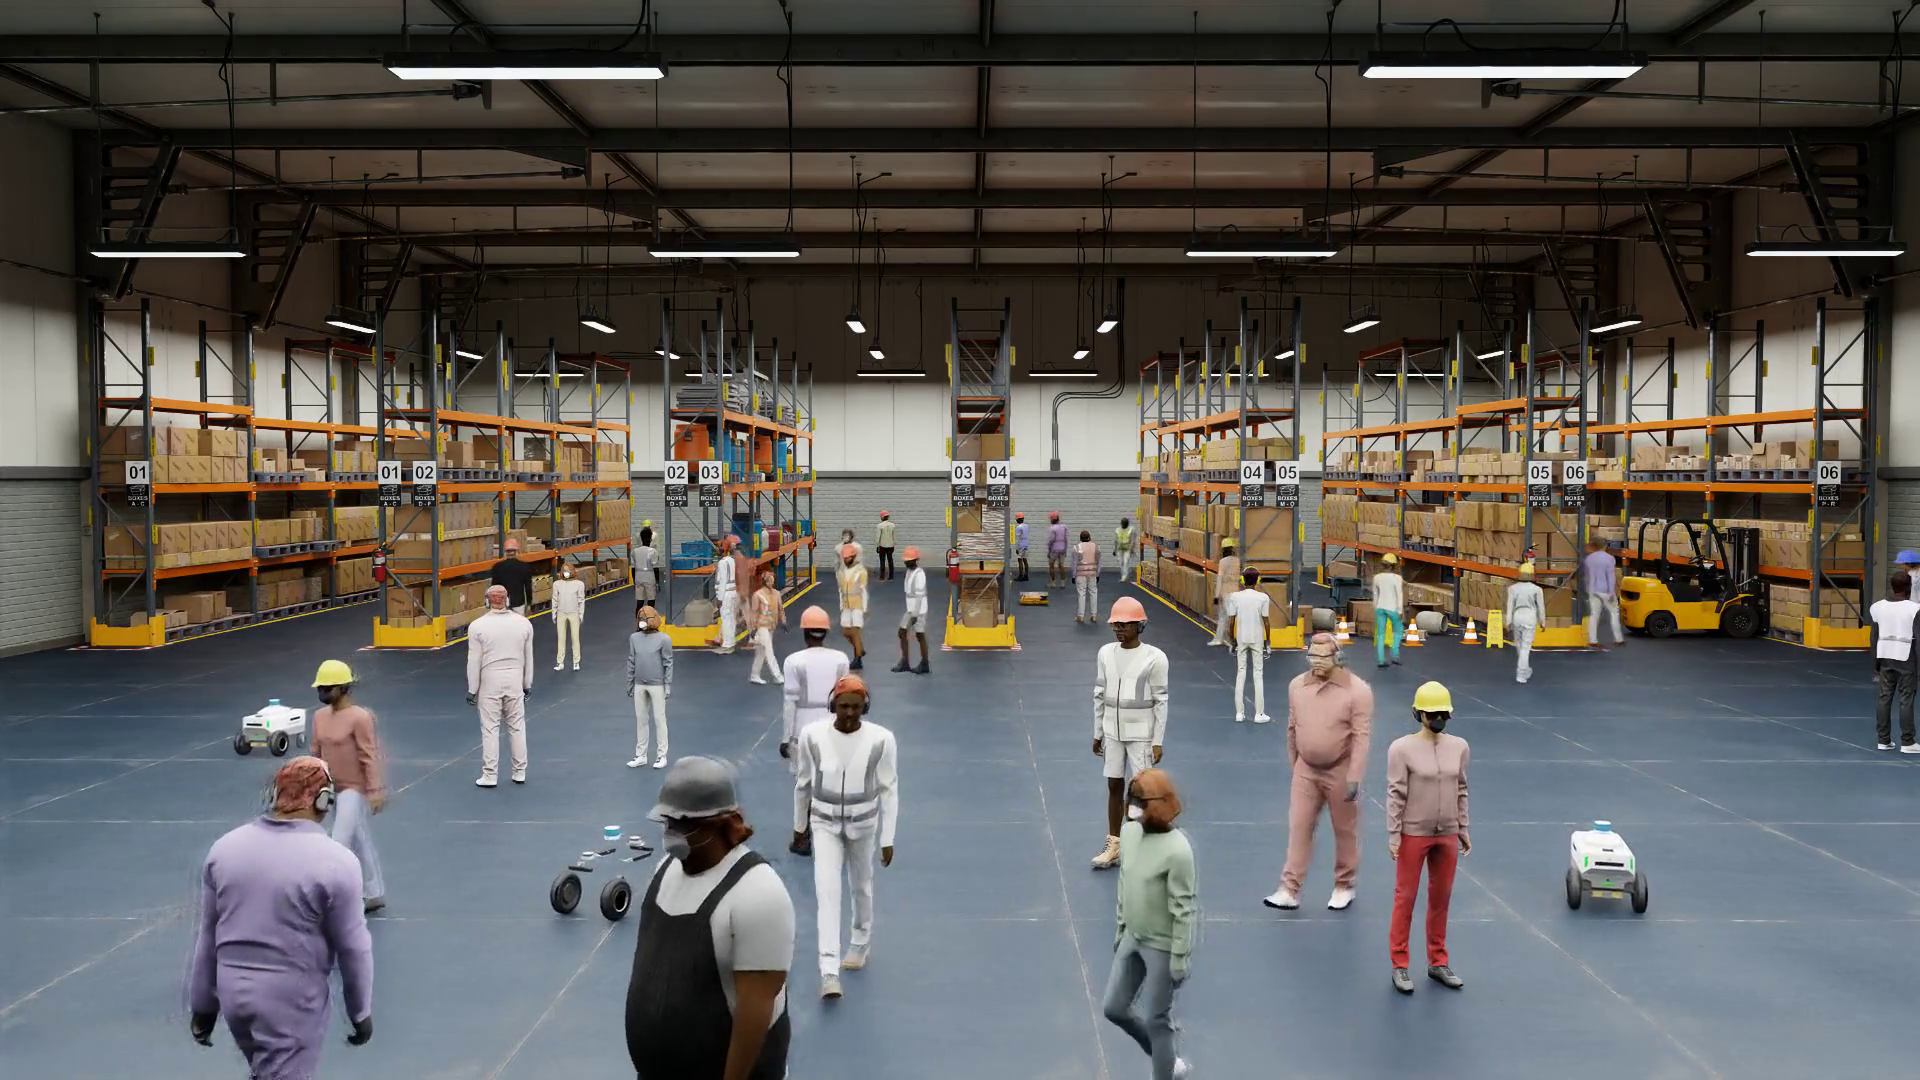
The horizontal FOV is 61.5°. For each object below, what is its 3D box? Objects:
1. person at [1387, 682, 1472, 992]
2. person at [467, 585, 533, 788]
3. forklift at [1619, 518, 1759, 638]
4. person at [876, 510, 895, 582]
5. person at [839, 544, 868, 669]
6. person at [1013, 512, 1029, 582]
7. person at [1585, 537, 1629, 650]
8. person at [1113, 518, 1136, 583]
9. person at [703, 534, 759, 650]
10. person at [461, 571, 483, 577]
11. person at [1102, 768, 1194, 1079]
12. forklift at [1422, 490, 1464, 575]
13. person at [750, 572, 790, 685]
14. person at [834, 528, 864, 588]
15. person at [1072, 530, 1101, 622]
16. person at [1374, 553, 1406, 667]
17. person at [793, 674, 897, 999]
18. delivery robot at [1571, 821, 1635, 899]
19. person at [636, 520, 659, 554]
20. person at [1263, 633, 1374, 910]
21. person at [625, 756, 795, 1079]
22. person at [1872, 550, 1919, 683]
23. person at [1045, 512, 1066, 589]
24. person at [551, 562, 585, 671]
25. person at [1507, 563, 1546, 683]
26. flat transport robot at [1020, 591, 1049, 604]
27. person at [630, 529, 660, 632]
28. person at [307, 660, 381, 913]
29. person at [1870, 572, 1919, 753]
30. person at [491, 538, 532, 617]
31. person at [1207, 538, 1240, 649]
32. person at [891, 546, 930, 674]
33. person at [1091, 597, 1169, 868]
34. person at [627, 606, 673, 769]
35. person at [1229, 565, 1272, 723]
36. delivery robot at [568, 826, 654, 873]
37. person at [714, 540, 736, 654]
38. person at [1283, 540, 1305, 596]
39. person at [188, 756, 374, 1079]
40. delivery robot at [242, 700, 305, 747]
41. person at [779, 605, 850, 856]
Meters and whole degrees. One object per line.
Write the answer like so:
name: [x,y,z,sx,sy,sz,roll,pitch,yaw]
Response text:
person: [2.702,1.690,9.267,0.533,1.767,0.326,-1,2,-16]
person: [-4.381,1.380,15.337,0.645,1.905,0.400,-2,3,-37]
forklift: [13.417,0.684,29.791,2.313,2.155,1.214,0,2,0]
person: [-2.079,0.165,44.929,0.615,1.987,0.406,-2,3,-36]
person: [-1.623,1.005,24.622,0.580,1.912,0.530,2,3,36]
person: [1.701,0.186,45.126,0.389,1.929,0.545,2,3,36]
person: [10.951,0.903,27.416,0.869,1.898,0.643,-1,3,-30]
person: [4.474,0.291,44.185,0.687,1.791,0.851,1,3,29]
person: [-3.857,0.884,27.266,1.017,1.940,0.609,0,2,-3]
person: [-10.921,0.617,35.913,0.586,1.788,0.984,0,2,0]
person: [0.858,1.834,7.284,0.360,1.621,0.517,-1,3,-30]
forklift: [13.926,-0.371,47.846,1.873,2.768,1.129,0,2,0]
person: [-2.642,1.247,22.605,0.872,1.590,0.520,1,3,32]
person: [-2.199,0.707,32.232,0.636,1.916,0.880,1,2,13]
person: [2.544,0.726,32.669,0.619,1.839,0.430,-1,2,-16]
person: [6.648,1.074,24.882,0.621,1.743,0.554,-2,3,-42]
person: [-0.669,1.667,9.357,0.618,1.813,1.024,0,2,-1]
delivery robot: [4.433,2.186,11.145,0.477,0.478,0.707,1,2,14]
person: [-8.172,0.361,42.212,0.599,1.810,0.779,0,2,-3]
person: [2.403,1.576,10.837,0.649,1.873,0.881,2,3,37]
person: [-0.919,1.727,5.431,0.705,2.000,0.979,2,3,43]
person: [13.450,1.092,22.709,0.965,1.910,0.608,1,2,22]
person: [2.531,0.279,42.097,0.637,2.009,0.381,-2,3,-40]
person: [-5.929,1.151,24.424,0.500,1.636,0.281,0,2,-1]
person: [8.097,1.178,23.091,0.500,1.691,0.918,2,3,37]
flat transport robot: [1.716,1.329,37.407,0.652,0.197,1.431,0,2,2]
person: [-5.792,0.774,29.826,0.602,1.967,0.368,1,2,24]
person: [-4.107,1.655,10.564,0.550,1.726,0.848,1,3,33]
person: [10.023,1.297,17.252,0.390,1.920,0.587,-1,3,-28]
person: [-6.945,0.963,24.995,0.619,1.980,0.501,0,2,-12]
person: [4.665,0.910,27.716,0.933,1.890,0.611,2,3,40]
person: [-0.740,1.045,23.867,0.723,1.896,0.595,-1,2,-23]
person: [1.250,1.442,12.032,0.605,2.045,0.378,2,3,36]
person: [-3.132,1.476,16.278,0.507,1.631,0.266,1,2,21]
person: [3.476,1.237,19.313,0.528,1.876,0.323,1,2,24]
delivery robot: [-2.365,2.065,10.973,0.335,0.223,0.698,1,2,25]
person: [-3.898,0.937,26.766,0.355,1.883,0.572,0,2,9]
person: [8.193,0.456,39.839,0.600,1.814,0.673,0,2,-10]
person: [-2.543,1.764,6.212,0.665,1.854,0.856,1,2,19]
delivery robot: [-7.308,1.945,17.212,0.477,0.478,0.707,0,2,11]
person: [-1.130,1.477,12.578,0.558,1.937,0.381,-1,3,-27]
